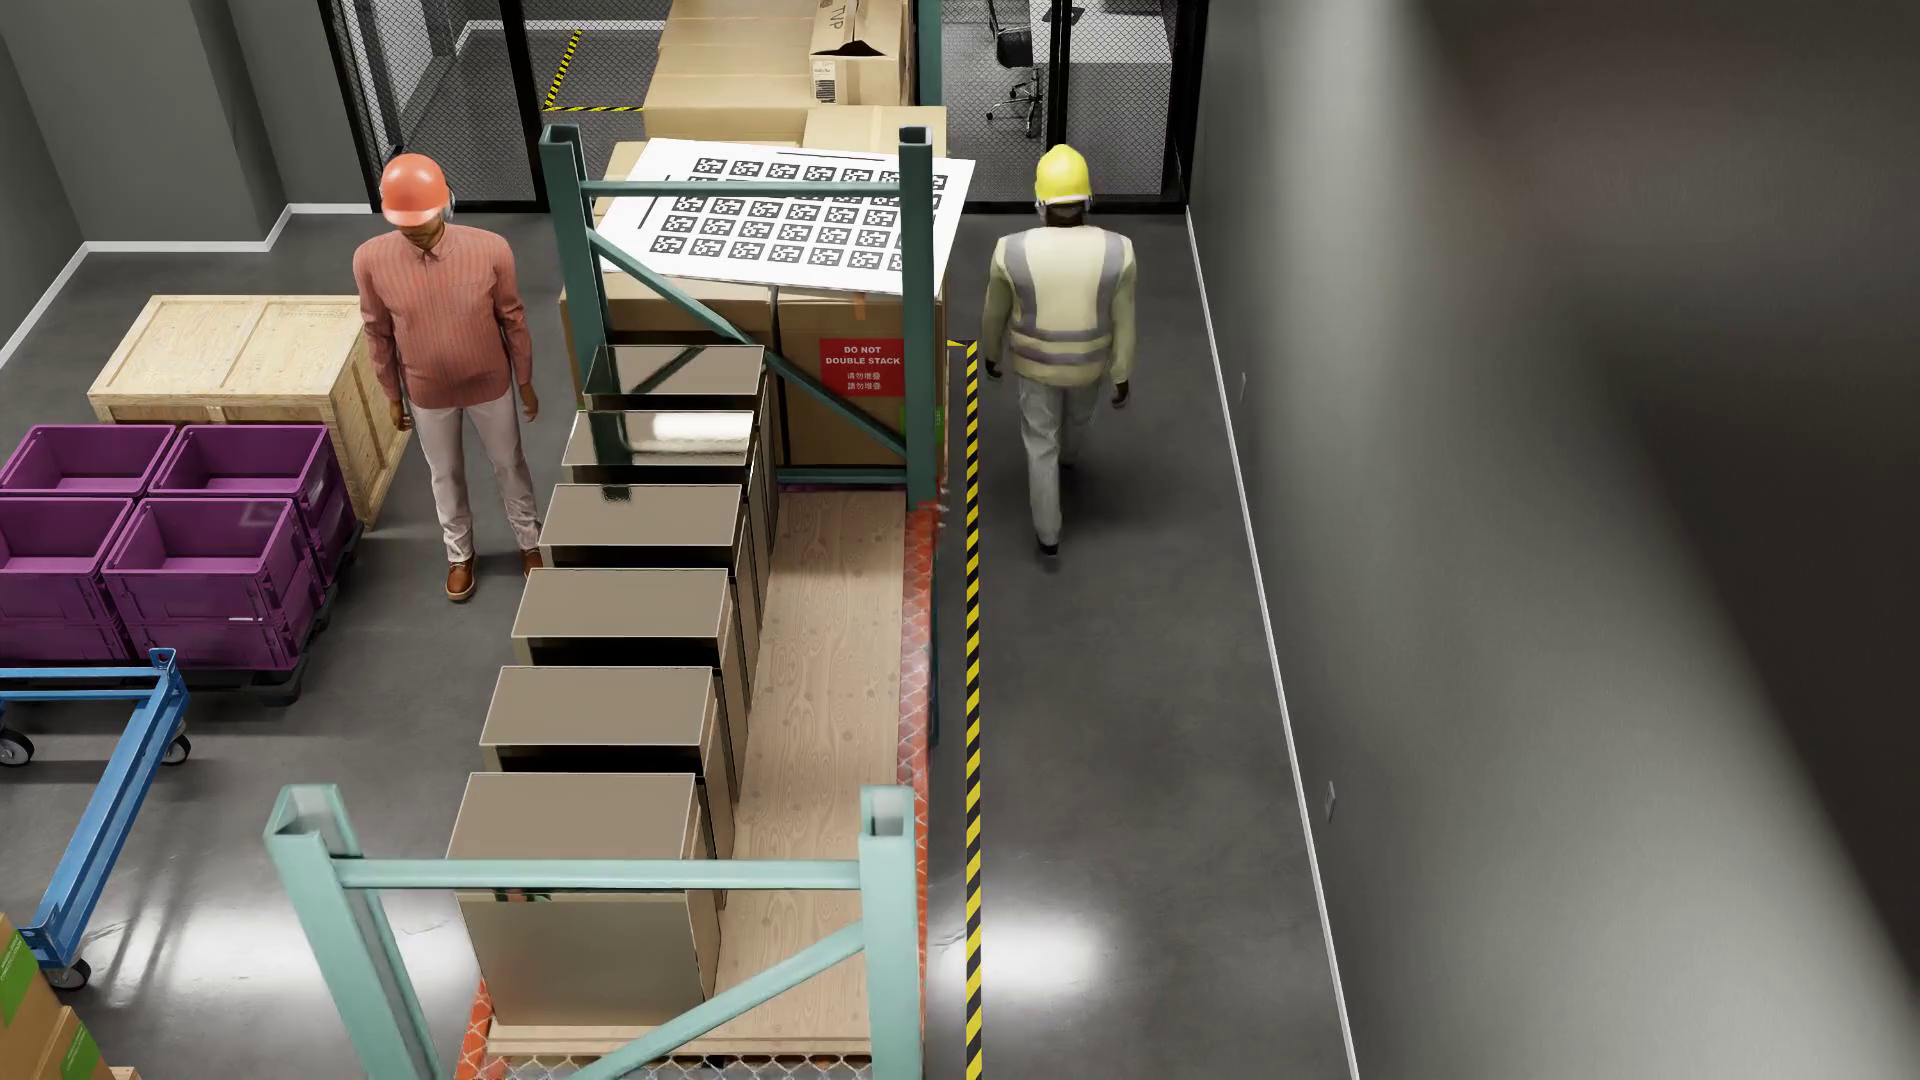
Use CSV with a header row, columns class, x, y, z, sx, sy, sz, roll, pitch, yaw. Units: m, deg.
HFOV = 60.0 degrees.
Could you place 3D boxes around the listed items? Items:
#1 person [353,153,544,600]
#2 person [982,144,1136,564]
class,x,y,z,sx,sy,sz,roll,pitch,yaw
person,-1.974,-0.618,6.552,0.608,1.993,0.379,-9,42,-10
person,0.396,-0.830,6.940,0.612,1.788,0.932,-2,41,-2
